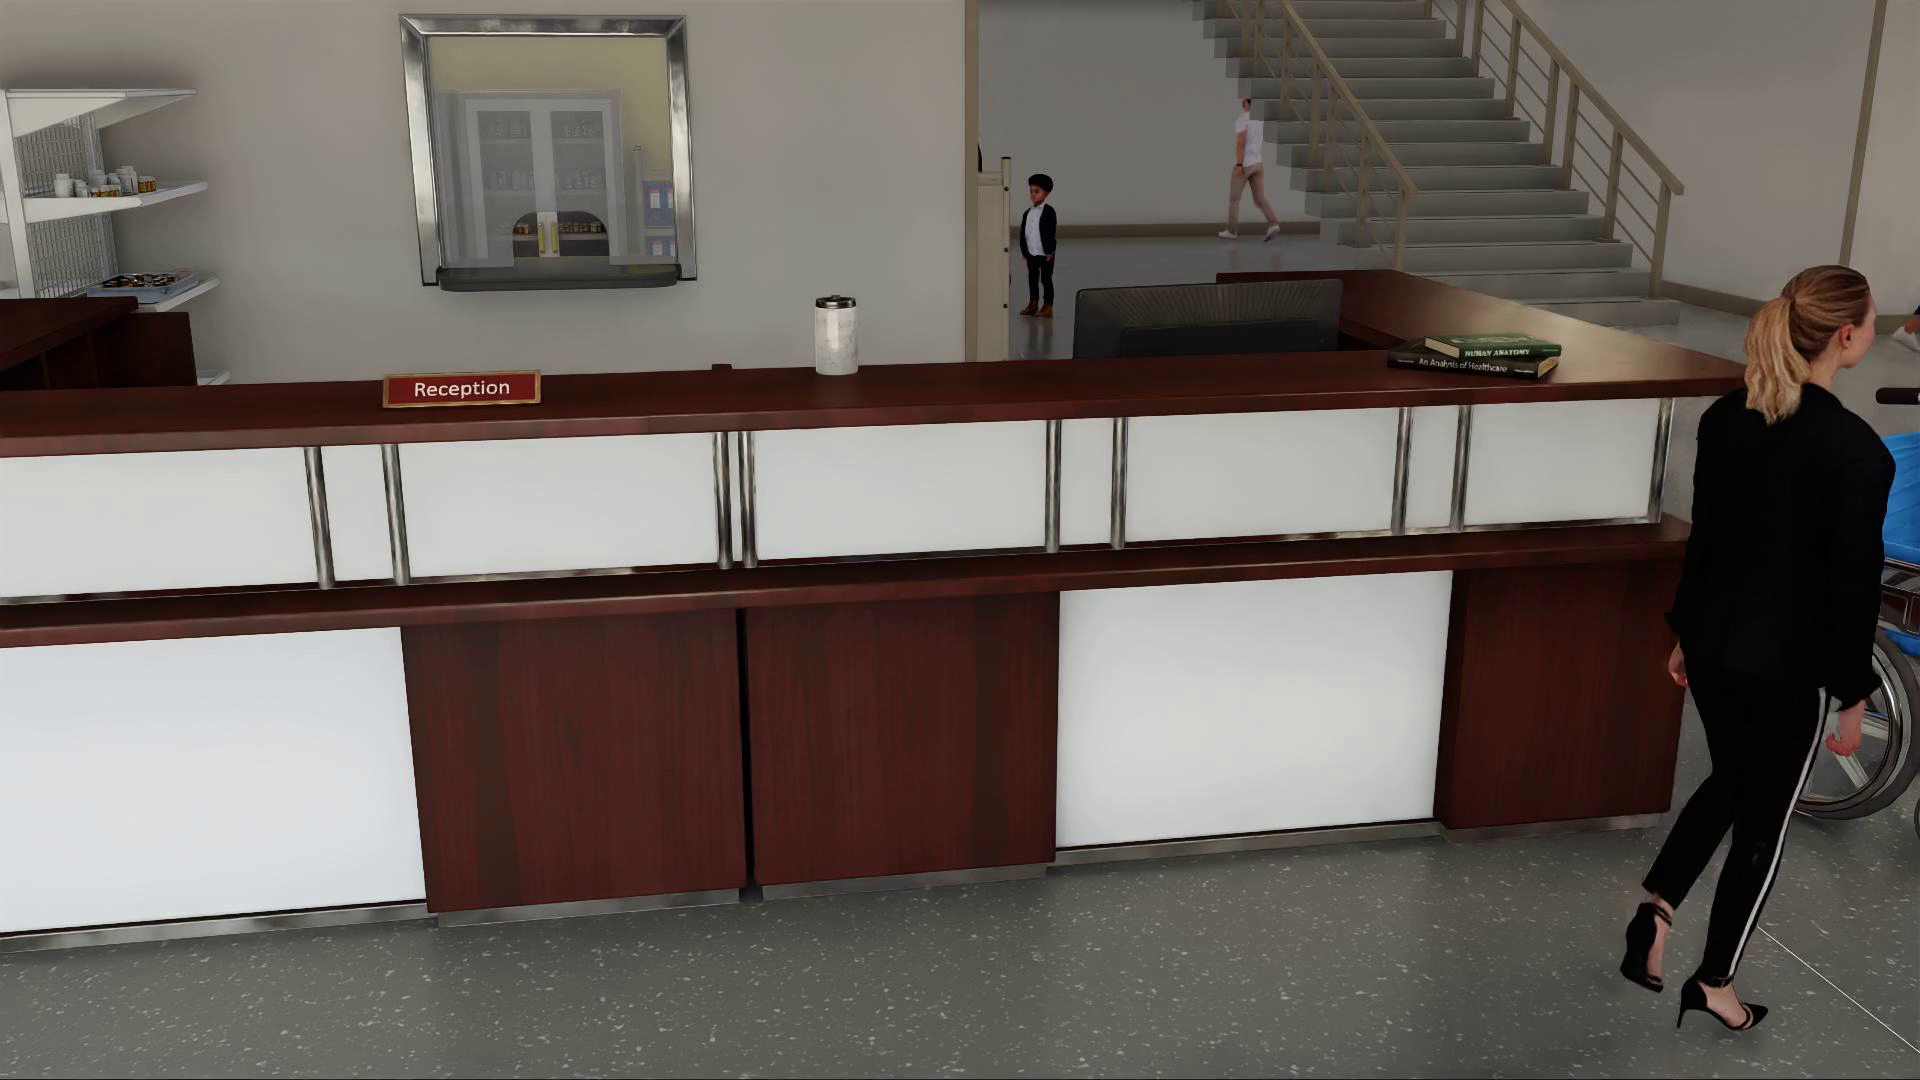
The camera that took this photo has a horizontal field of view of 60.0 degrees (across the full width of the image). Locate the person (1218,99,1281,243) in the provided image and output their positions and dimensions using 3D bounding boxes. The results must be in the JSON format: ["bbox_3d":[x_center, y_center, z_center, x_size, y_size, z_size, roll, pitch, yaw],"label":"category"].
[{"bbox_3d":[3.631,-4.593,20.477,1.033,1.858,1.288,-11,19,-34],"label":"person"}]

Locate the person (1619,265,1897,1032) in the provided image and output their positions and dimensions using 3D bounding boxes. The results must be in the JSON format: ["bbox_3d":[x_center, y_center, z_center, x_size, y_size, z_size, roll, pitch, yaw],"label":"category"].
[{"bbox_3d":[1.600,0.291,3.465,0.760,1.691,0.671,-7,17,-22],"label":"person"}]

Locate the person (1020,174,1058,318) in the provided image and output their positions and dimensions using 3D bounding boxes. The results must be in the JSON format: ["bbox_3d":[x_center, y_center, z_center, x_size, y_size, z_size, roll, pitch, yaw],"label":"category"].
[{"bbox_3d":[0.698,-2.547,14.393,0.570,1.222,0.636,12,20,36],"label":"person"}]
